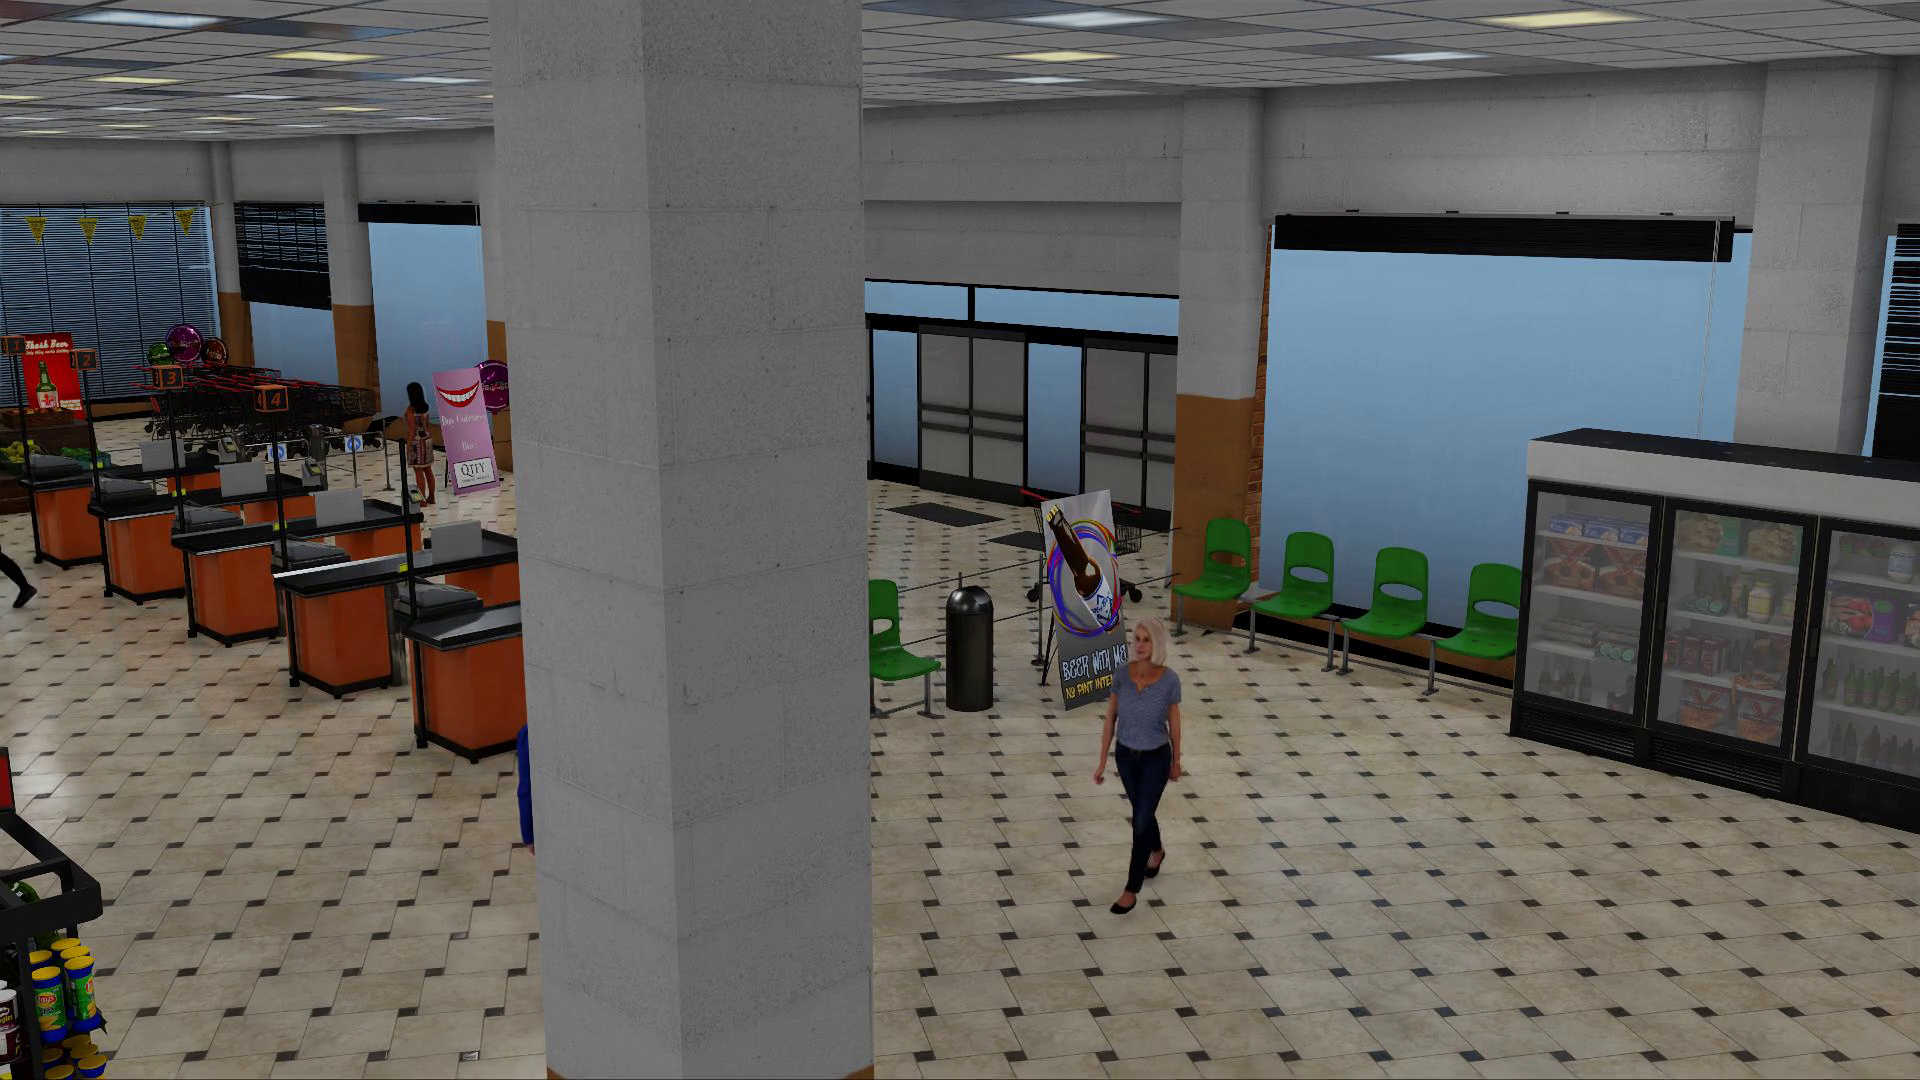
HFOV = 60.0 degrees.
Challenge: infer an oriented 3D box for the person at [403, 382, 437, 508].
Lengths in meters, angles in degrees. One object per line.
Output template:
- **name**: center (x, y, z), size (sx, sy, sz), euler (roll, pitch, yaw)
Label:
- **person**: center (-7.151, -1.270, 21.995), size (0.785, 1.644, 0.641), euler (4, 12, 17)

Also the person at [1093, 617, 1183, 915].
- **person**: center (1.111, 1.279, 9.797), size (0.744, 1.682, 1.148), euler (7, 14, 31)
